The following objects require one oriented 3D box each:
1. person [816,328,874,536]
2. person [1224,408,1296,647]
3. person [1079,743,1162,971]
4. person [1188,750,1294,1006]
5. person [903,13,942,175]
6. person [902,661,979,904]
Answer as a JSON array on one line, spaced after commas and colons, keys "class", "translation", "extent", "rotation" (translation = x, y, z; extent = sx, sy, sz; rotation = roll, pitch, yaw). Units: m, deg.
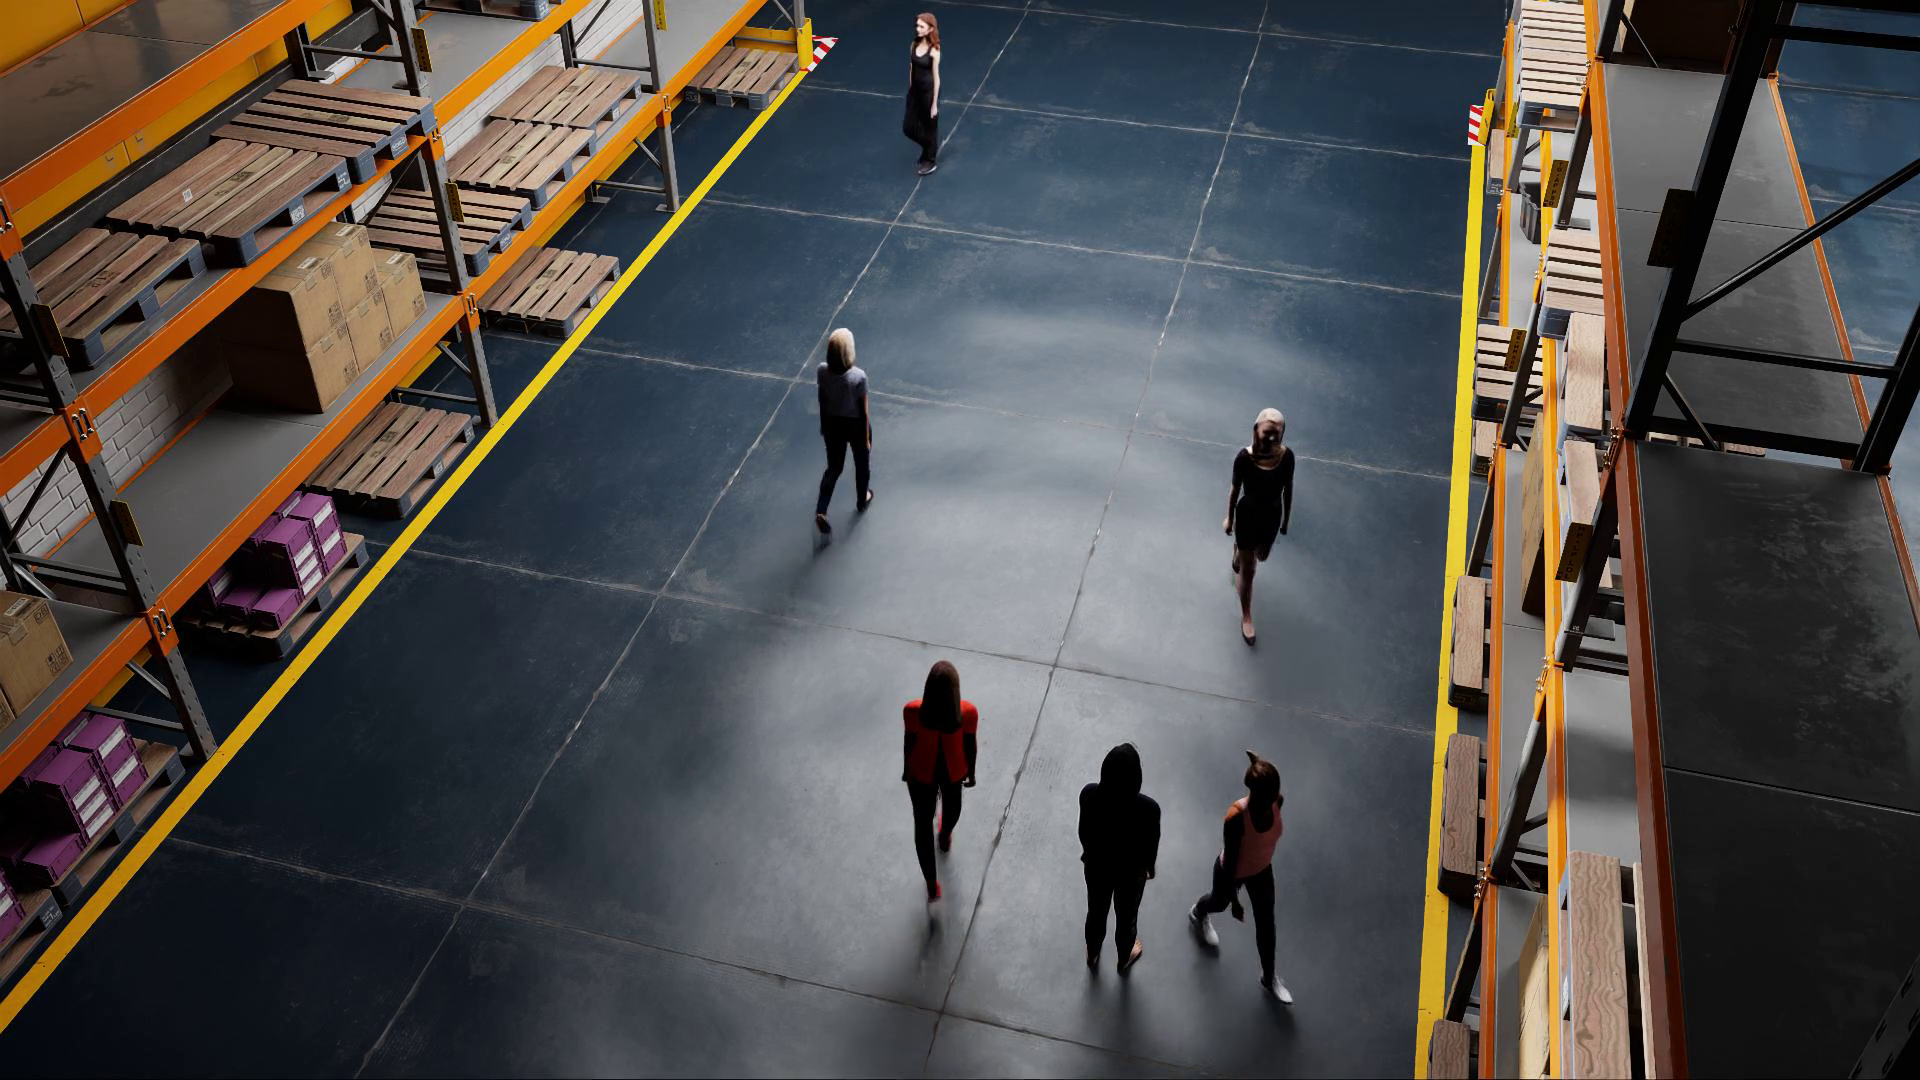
[{"class": "person", "translation": [-0.893, -0.798, 12.496], "extent": [0.659, 1.702, 1.036], "rotation": [14, 41, 17]}, {"class": "person", "translation": [2.064, -0.189, 11.648], "extent": [0.884, 1.809, 1.171], "rotation": [-4, 39, -6]}, {"class": "person", "translation": [0.869, 1.774, 9.250], "extent": [0.605, 1.735, 0.517], "rotation": [11, 40, 14]}, {"class": "person", "translation": [1.529, 1.799, 9.318], "extent": [1.002, 1.610, 1.099], "rotation": [-18, 42, -21]}, {"class": "person", "translation": [-0.294, -4.665, 17.308], "extent": [0.732, 1.740, 0.777], "rotation": [28, 47, 31]}, {"class": "person", "translation": [-0.126, 1.419, 9.748], "extent": [0.824, 1.667, 1.133], "rotation": [-2, 39, -2]}]
